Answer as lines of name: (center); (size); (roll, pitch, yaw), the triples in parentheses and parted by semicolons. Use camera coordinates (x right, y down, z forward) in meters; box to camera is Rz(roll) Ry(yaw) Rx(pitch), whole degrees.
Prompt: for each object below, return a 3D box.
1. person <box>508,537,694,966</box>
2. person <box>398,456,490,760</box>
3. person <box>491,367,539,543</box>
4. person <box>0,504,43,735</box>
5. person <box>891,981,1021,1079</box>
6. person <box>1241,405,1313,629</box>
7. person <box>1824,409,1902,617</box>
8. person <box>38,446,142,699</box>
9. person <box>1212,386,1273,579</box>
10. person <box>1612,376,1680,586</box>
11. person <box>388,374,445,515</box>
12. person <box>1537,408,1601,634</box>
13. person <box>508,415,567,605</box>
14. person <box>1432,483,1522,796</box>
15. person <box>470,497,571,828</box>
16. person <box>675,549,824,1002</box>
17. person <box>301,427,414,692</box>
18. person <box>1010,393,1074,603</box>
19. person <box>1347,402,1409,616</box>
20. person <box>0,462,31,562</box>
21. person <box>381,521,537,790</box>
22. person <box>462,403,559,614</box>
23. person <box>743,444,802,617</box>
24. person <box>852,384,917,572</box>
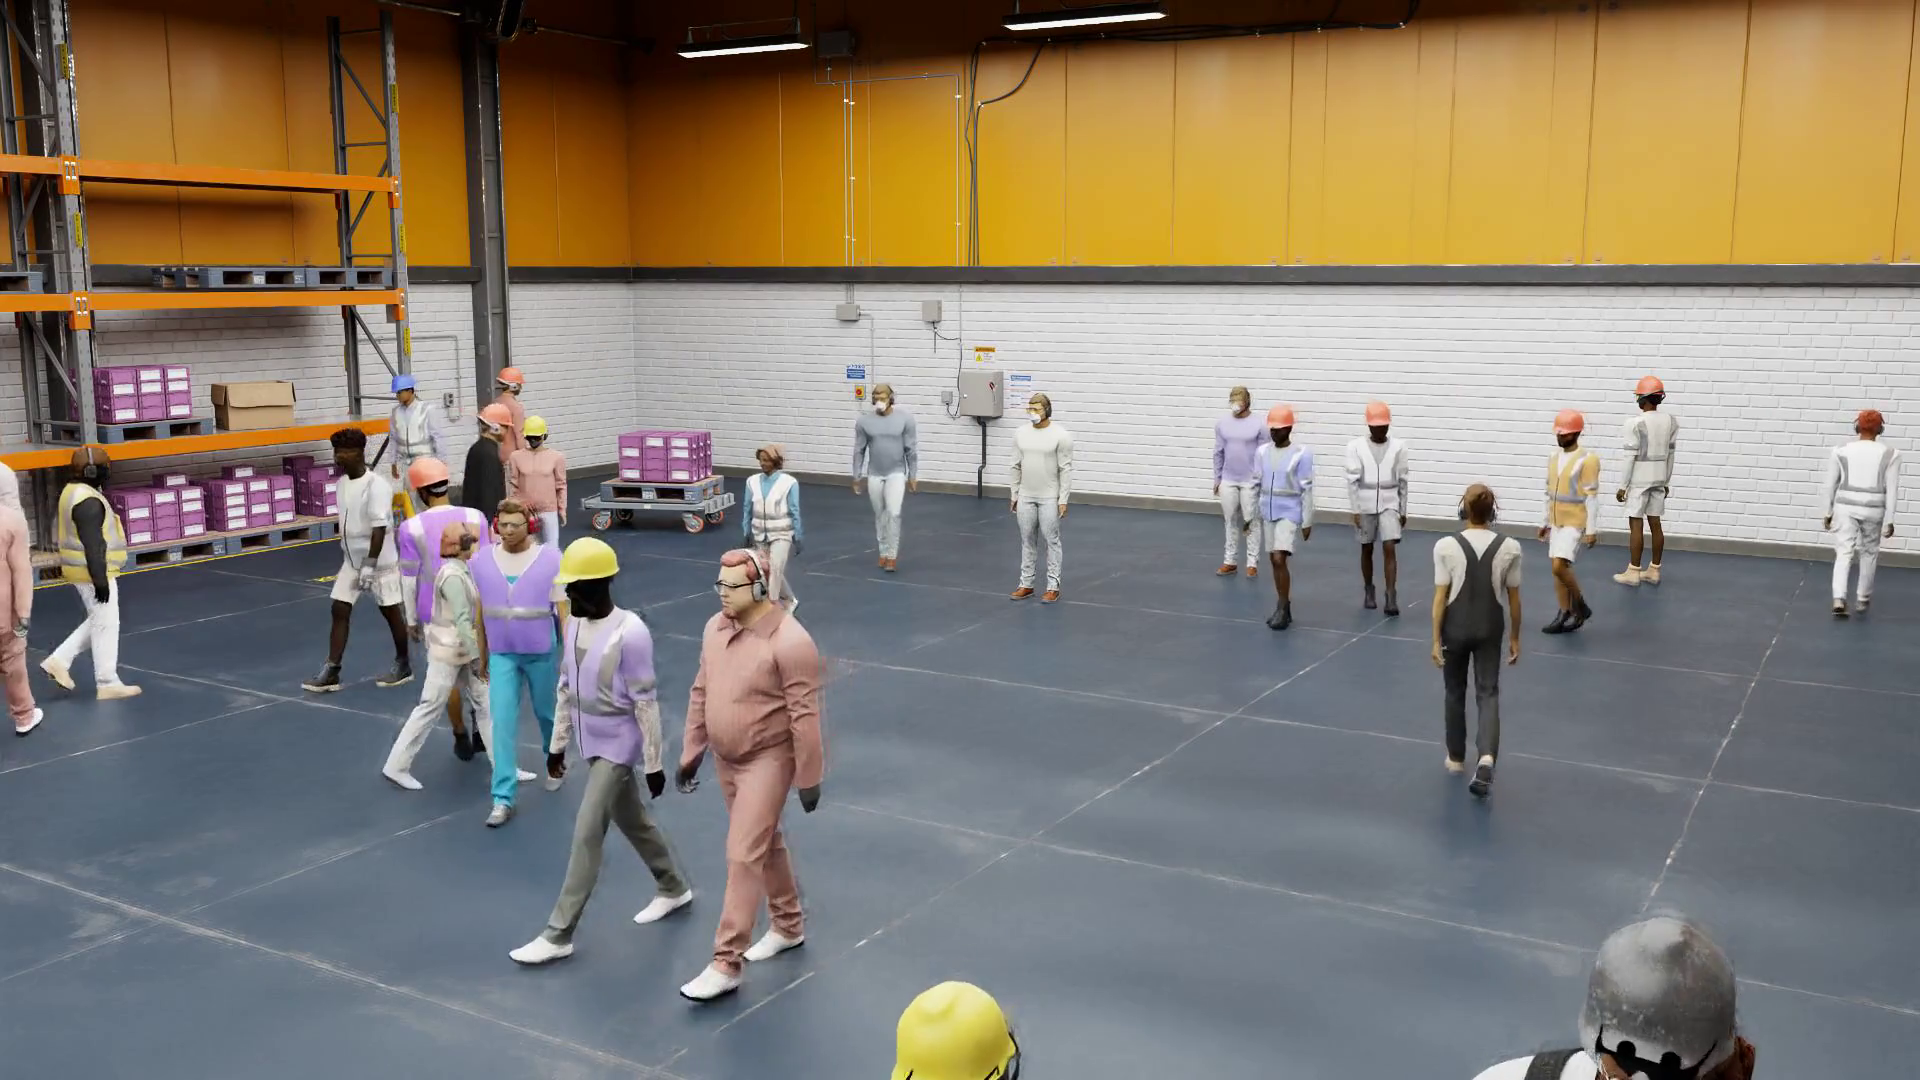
person: (-1.602, 0.908, 7.485); (0.999, 1.874, 0.613); (-8, 12, -40)
person: (-3.153, 0.433, 10.309); (0.589, 1.914, 0.477); (-4, 10, -25)
person: (-5.029, -0.946, 18.674); (0.614, 1.993, 0.388); (9, 13, 44)
person: (-6.211, 0.410, 10.583); (0.663, 1.863, 0.937); (-3, 10, -17)
person: (0.023, 1.658, 3.174); (0.568, 1.747, 0.437); (3, 10, 20)
person: (2.688, -0.197, 14.219); (0.644, 1.912, 0.569); (-8, 12, -42)
person: (7.965, -0.239, 14.737); (0.586, 1.848, 0.955); (6, 11, 35)
person: (-6.184, 0.248, 11.769); (0.546, 1.829, 0.624); (-6, 11, -33)
person: (2.809, -0.568, 16.596); (0.657, 1.932, 0.380); (7, 11, 36)
person: (6.664, -0.575, 16.203); (0.607, 2.044, 0.375); (-3, 10, -20)
person: (-6.029, -0.872, 18.426); (0.638, 1.922, 0.436); (2, 9, 13)
person: (5.059, -0.146, 13.918); (0.413, 1.915, 0.566); (-3, 10, -18)
person: (-3.825, -0.253, 15.082); (0.524, 1.760, 0.326); (-1, 9, -8)
person: (3.033, 0.573, 9.772); (0.516, 1.817, 0.844); (2, 9, 10)
person: (-2.465, 0.634, 9.434); (0.594, 1.800, 0.961); (0, 9, 2)
person: (-0.977, 0.975, 7.082); (0.912, 1.871, 0.657); (-9, 12, -43)
person: (-4.372, 0.160, 11.987); (0.618, 1.922, 0.934); (6, 11, 32)
person: (0.737, -0.387, 15.357); (0.630, 1.940, 0.372); (5, 11, 30)
person: (3.703, -0.270, 14.754); (0.547, 1.888, 0.948); (2, 9, 10)
person: (-7.646, 0.045, 12.948); (0.675, 1.856, 0.809); (3, 9, 16)
person: (-3.004, 0.679, 9.781); (0.867, 1.587, 0.518); (-1, 9, -6)
person: (-3.937, -0.188, 14.102); (1.022, 1.925, 0.642); (-6, 11, -32)
person: (-1.572, -0.030, 14.166); (0.531, 1.605, 0.824); (4, 10, 26)
person: (-0.794, -0.627, 16.946); (0.658, 1.907, 0.830); (2, 9, 11)
